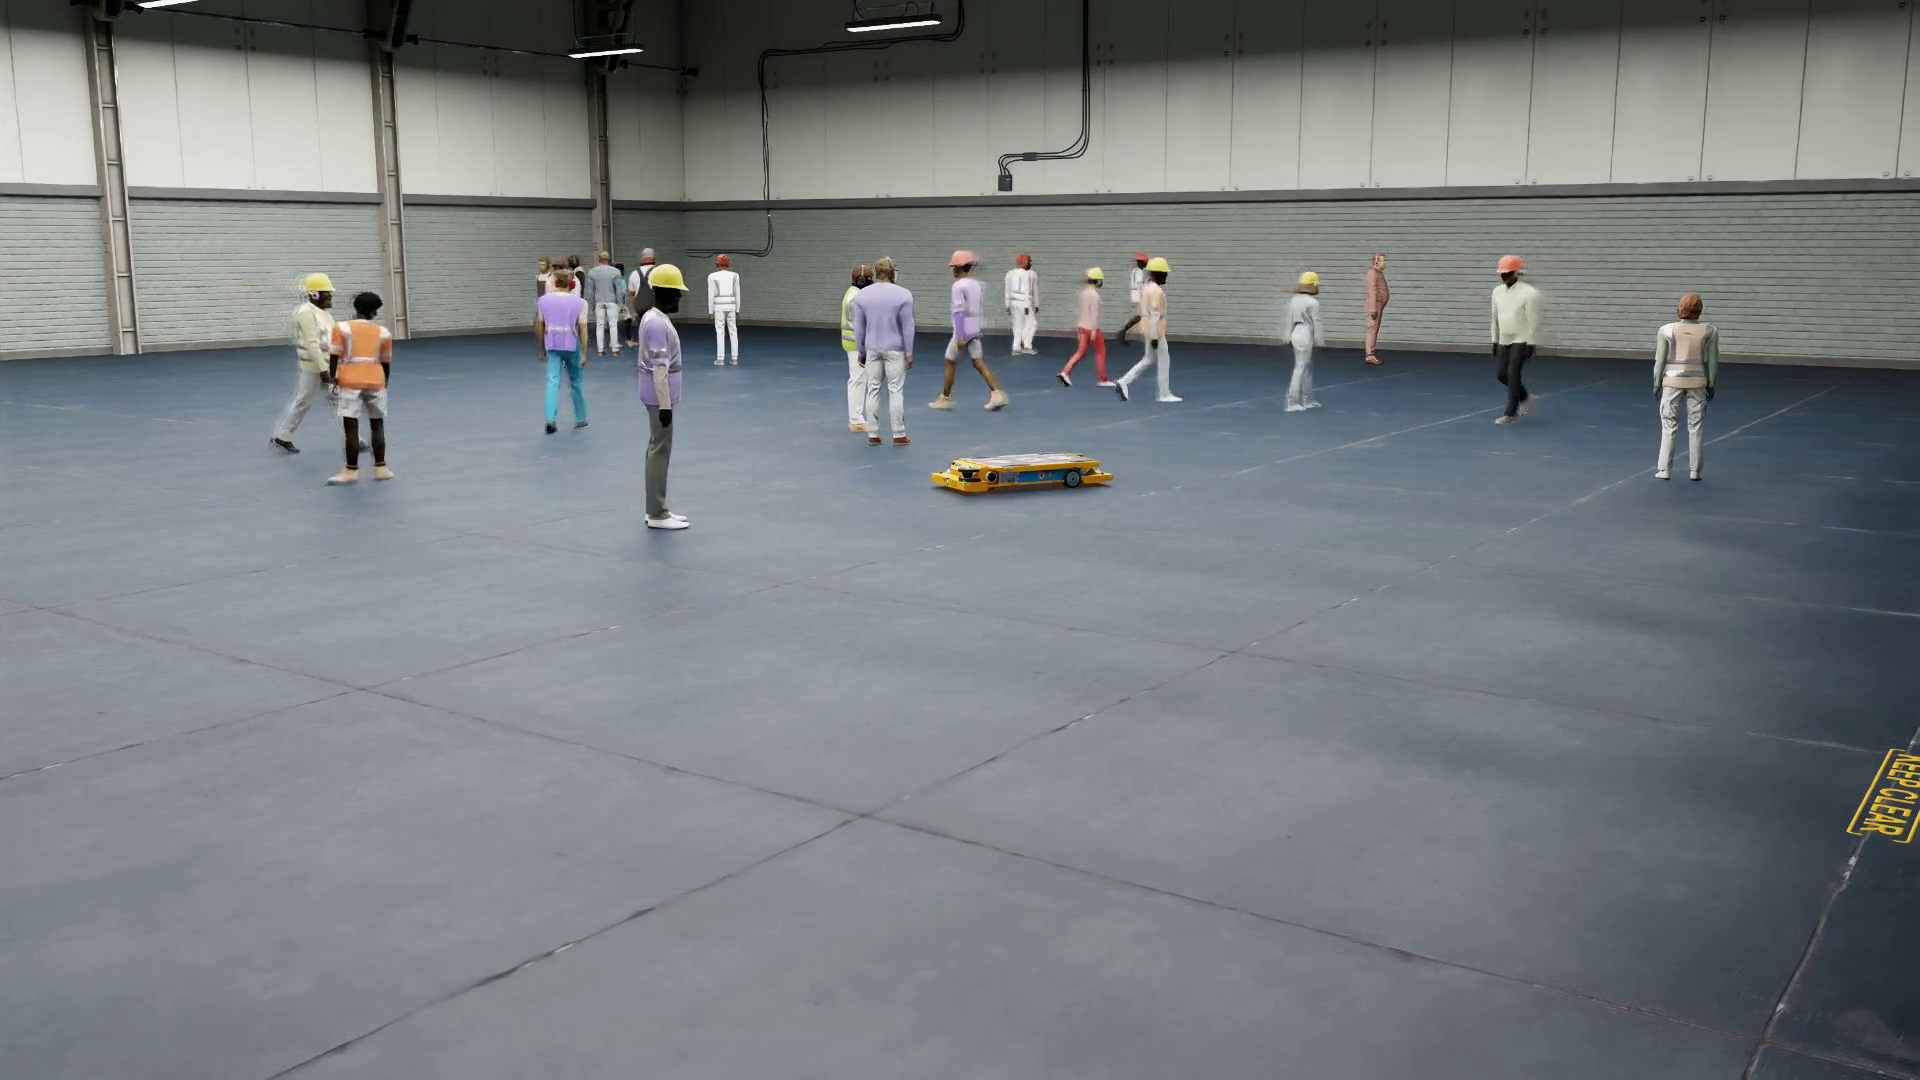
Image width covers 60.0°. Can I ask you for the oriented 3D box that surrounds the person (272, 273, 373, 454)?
[{"bbox_3d":[-6.359,-1.731,16.410,0.953,1.793,0.583,1,10,3],"label":"person"}]

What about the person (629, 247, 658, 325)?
[{"bbox_3d":[-5.098,-3.836,27.475,0.709,2.000,0.544,3,11,18],"label":"person"}]

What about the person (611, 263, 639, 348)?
[{"bbox_3d":[-6.679,-4.651,33.032,0.683,1.671,0.552,-9,14,-43],"label":"person"}]

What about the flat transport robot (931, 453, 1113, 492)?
[{"bbox_3d":[0.535,-0.592,14.260,1.431,0.197,0.652,-5,11,-26],"label":"flat transport robot"}]

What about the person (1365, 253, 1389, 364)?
[{"bbox_3d":[7.191,-3.987,28.697,0.407,1.910,0.638,4,11,19],"label":"person"}]

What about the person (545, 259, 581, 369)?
[{"bbox_3d":[-6.560,-3.733,27.497,0.643,1.823,0.491,3,10,15],"label":"person"}]

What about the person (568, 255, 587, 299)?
[{"bbox_3d":[-8.291,-5.248,35.985,0.432,1.843,0.628,-4,11,-21],"label":"person"}]

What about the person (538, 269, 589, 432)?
[{"bbox_3d":[-4.408,-2.104,18.462,0.585,1.803,0.961,0,10,0],"label":"person"}]

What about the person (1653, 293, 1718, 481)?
[{"bbox_3d":[6.348,-1.332,14.577,0.522,1.638,0.310,3,10,15],"label":"person"}]

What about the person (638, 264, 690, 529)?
[{"bbox_3d":[-2.157,-1.044,12.165,0.384,1.922,0.593,-2,10,-12],"label":"person"}]

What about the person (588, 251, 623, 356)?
[{"bbox_3d":[-6.509,-4.348,30.629,0.635,1.937,0.352,1,10,4],"label":"person"}]

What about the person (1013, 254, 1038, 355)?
[{"bbox_3d":[1.256,-4.361,30.890,0.589,1.865,0.623,-3,11,-16],"label":"person"}]

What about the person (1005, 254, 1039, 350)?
[{"bbox_3d":[1.179,-4.540,31.917,0.643,1.879,0.934,1,10,6],"label":"person"}]

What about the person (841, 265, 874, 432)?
[{"bbox_3d":[-1.094,-2.116,18.433,0.428,1.836,0.627,-2,10,-9],"label":"person"}]

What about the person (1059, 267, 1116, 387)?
[{"bbox_3d":[1.849,-3.070,24.047,0.830,1.735,0.530,-4,11,-19],"label":"person"}]

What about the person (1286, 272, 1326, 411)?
[{"bbox_3d":[4.357,-2.463,20.692,0.724,1.717,0.512,-4,11,-23],"label":"person"}]

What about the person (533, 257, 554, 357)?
[{"bbox_3d":[-7.560,-4.238,30.318,0.523,1.824,0.486,6,12,28],"label":"person"}]

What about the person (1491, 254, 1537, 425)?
[{"bbox_3d":[6.413,-2.308,19.176,0.711,1.958,0.625,-6,12,-32],"label":"person"}]

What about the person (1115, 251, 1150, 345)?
[{"bbox_3d":[3.606,-4.890,33.742,0.850,1.913,0.567,1,10,7],"label":"person"}]

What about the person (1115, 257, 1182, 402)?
[{"bbox_3d":[2.483,-2.737,21.717,0.807,1.900,0.594,-1,10,-7],"label":"person"}]

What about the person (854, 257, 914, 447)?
[{"bbox_3d":[-0.771,-1.919,17.033,0.629,1.936,0.372,3,11,16],"label":"person"}]

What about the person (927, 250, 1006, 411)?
[{"bbox_3d":[0.111,-2.583,20.604,1.047,1.999,0.627,6,12,29],"label":"person"}]

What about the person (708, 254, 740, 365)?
[{"bbox_3d":[-4.030,-3.929,28.441,0.572,1.883,0.355,-5,11,-26],"label":"person"}]

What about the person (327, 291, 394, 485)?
[{"bbox_3d":[-5.257,-1.320,14.460,0.670,1.663,0.321,-8,13,-39],"label":"person"}]
